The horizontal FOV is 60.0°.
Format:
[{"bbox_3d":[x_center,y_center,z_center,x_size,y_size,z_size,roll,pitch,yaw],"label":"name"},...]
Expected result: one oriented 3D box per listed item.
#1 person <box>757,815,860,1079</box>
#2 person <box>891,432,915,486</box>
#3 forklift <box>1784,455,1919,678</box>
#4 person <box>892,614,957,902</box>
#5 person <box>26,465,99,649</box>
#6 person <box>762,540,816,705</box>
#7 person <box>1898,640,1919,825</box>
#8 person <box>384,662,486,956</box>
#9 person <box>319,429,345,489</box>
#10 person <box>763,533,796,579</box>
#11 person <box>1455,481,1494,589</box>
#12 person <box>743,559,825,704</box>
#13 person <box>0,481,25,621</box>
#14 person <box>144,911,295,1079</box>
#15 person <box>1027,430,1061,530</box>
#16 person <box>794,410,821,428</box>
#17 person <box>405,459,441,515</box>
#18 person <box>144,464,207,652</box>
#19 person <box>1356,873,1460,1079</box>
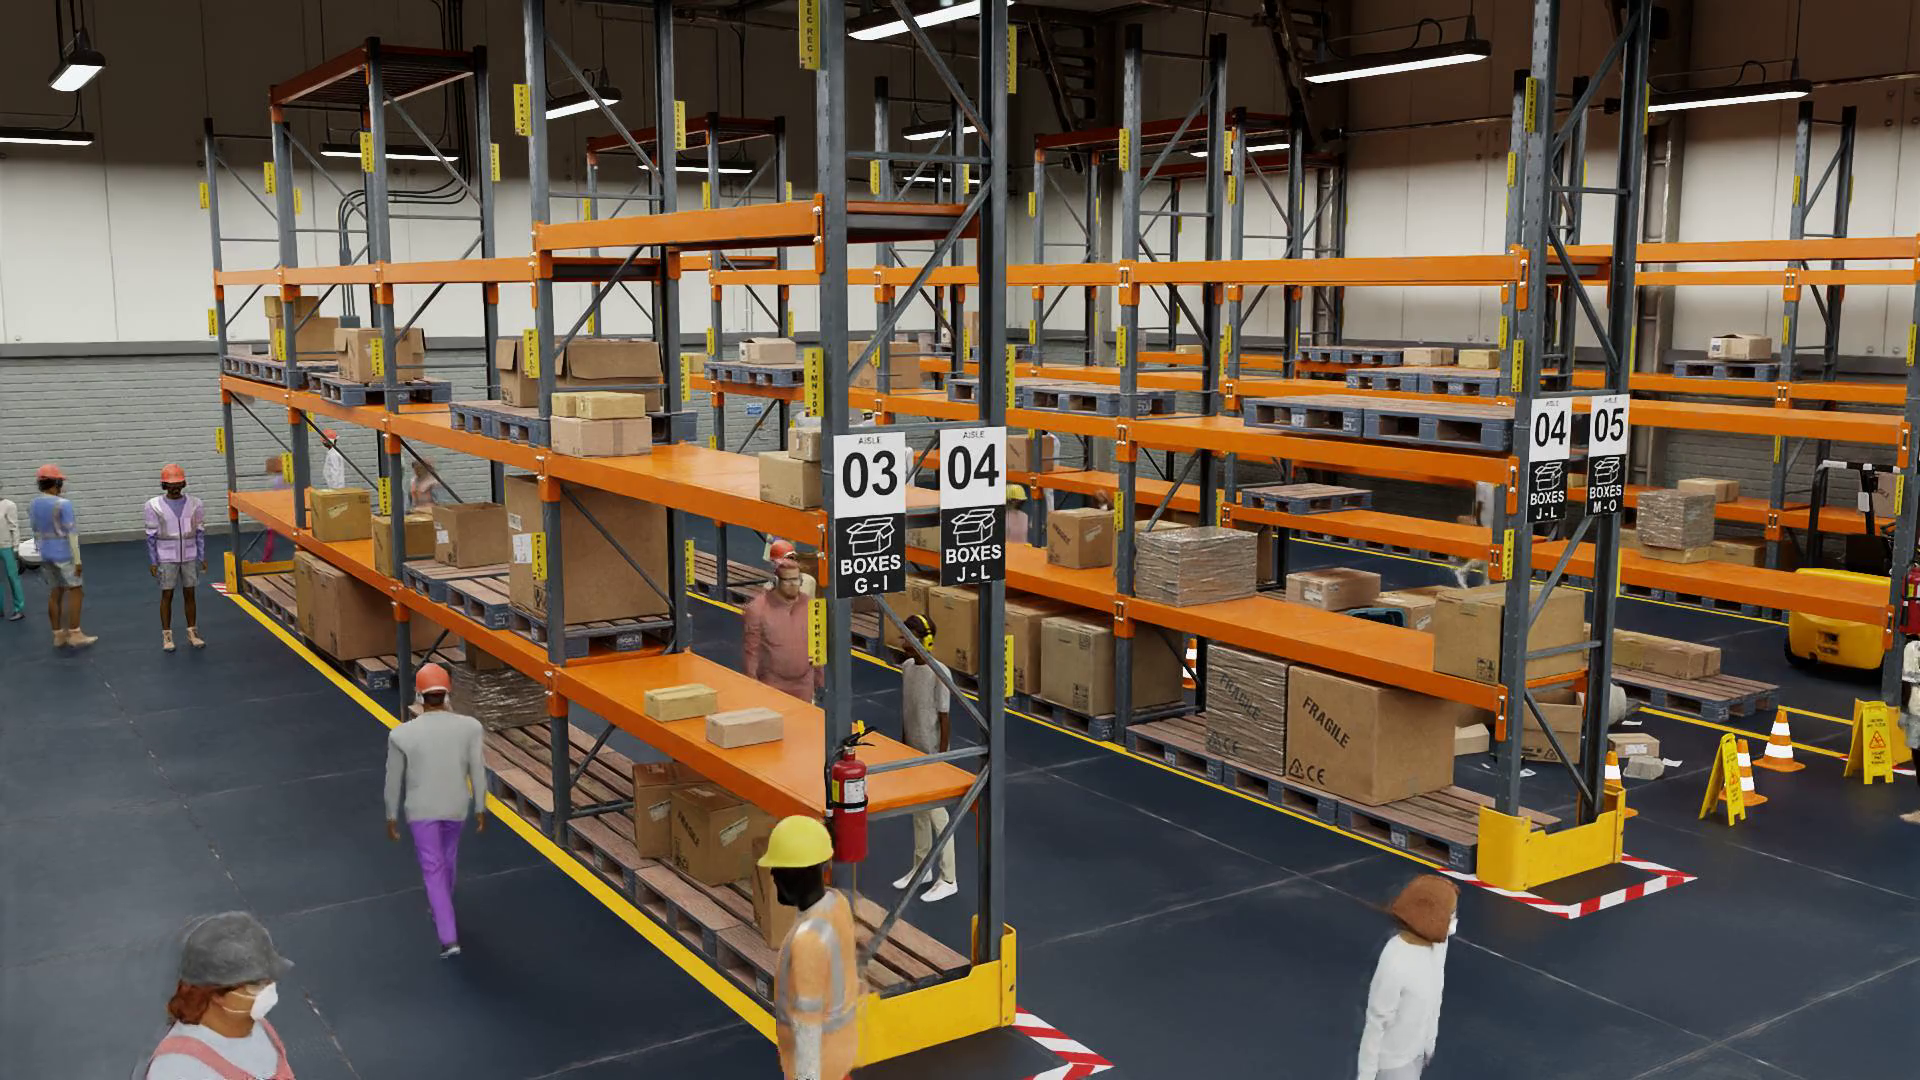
[{"bbox_3d":[-0.569,1.999,6.466,0.453,1.910,0.600,1,9,4],"label":"person"},{"bbox_3d":[-0.943,-0.792,25.182,0.575,1.880,0.358,4,10,26],"label":"person"},{"bbox_3d":[9.643,0.253,17.172,2.313,2.155,1.214,-6,10,-33],"label":"forklift"},{"bbox_3d":[-0.229,1.391,10.728,0.327,1.861,0.501,-6,11,-36],"label":"person"},{"bbox_3d":[-9.887,0.187,18.265,0.706,2.001,0.399,3,9,18],"label":"person"},{"bbox_3d":[-1.523,0.862,14.650,0.559,1.734,0.383,-8,11,-41],"label":"person"},{"bbox_3d":[7.144,1.262,12.174,0.546,1.683,0.356,0,9,-1],"label":"person"},{"bbox_3d":[-3.124,1.582,9.928,0.572,1.713,0.876,-6,10,-33],"label":"person"},{"bbox_3d":[-9.894,-0.884,26.246,0.349,1.743,0.567,-3,9,-18],"label":"person"},{"bbox_3d":[-1.947,0.237,18.184,0.390,1.920,0.588,0,9,2],"label":"person"},{"bbox_3d":[6.703,-0.195,21.278,0.545,1.852,0.548,8,12,43],"label":"person"},{"bbox_3d":[-1.278,1.085,12.608,0.671,1.891,0.508,-5,10,-29],"label":"person"},{"bbox_3d":[-11.394,0.091,19.701,0.535,1.760,0.343,1,9,8],"label":"person"},{"bbox_3d":[-2.257,2.126,5.206,0.542,2.000,0.692,-2,9,-13],"label":"person"},{"bbox_3d":[1.342,-1.081,27.266,0.628,1.837,0.429,6,11,36],"label":"person"},{"bbox_3d":[-2.818,-1.786,31.703,0.646,1.908,0.408,1,9,7],"label":"person"},{"bbox_3d":[-7.434,-0.347,23.158,0.498,1.594,0.846,6,11,36],"label":"person"},{"bbox_3d":[-8.514,0.186,18.114,0.606,2.044,0.374,-8,11,-41],"label":"person"},{"bbox_3d":[1.737,2.102,6.838,0.700,1.598,0.537,6,11,37],"label":"person"}]
